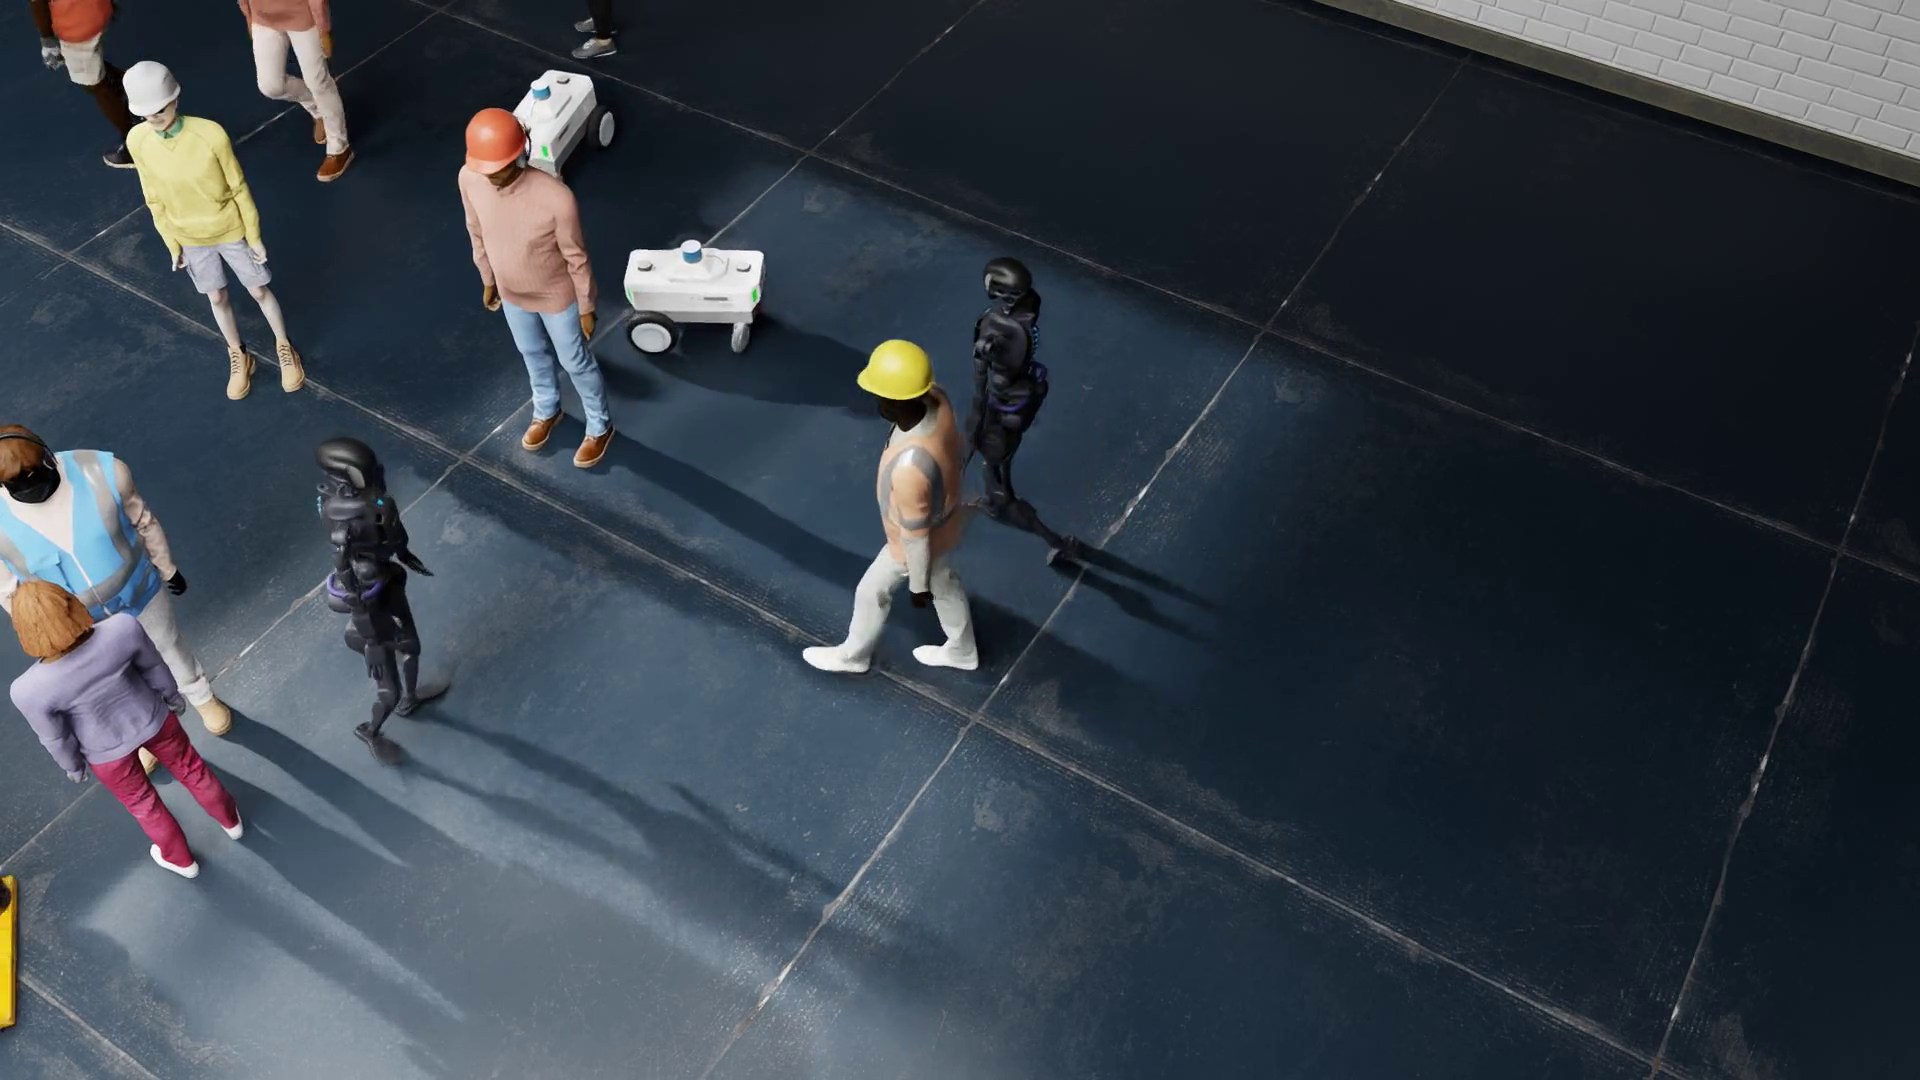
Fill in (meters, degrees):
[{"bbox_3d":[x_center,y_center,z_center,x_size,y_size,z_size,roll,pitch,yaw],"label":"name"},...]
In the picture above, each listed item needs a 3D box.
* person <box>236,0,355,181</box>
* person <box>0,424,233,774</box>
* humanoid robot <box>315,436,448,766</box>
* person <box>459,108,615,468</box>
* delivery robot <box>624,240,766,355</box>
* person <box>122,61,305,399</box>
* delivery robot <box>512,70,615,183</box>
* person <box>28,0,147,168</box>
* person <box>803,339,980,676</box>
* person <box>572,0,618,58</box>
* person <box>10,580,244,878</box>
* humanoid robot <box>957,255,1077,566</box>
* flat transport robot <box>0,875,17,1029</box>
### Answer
[{"bbox_3d":[-3.748,-2.905,9.227,0.615,1.970,0.483,11,50,10],"label":"person"},{"bbox_3d":[-3.390,0.227,6.573,0.626,1.842,0.430,-28,55,-22],"label":"person"},{"bbox_3d":[-2.382,0.228,6.686,0.414,1.646,0.604,0,49,0],"label":"humanoid robot"},{"bbox_3d":[-1.957,-1.147,7.683,0.614,1.986,0.401,18,51,15],"label":"person"},{"bbox_3d":[-1.419,-1.303,8.774,0.780,0.609,0.525,1,49,1],"label":"delivery robot"},{"bbox_3d":[-3.616,-1.489,8.042,0.471,1.892,0.384,-8,49,-7],"label":"person"},{"bbox_3d":[-2.394,-2.428,9.760,0.499,0.612,0.789,12,50,10],"label":"delivery robot"},{"bbox_3d":[-4.950,-2.926,9.262,0.431,1.950,0.606,0,49,0],"label":"person"},{"bbox_3d":[-0.305,-0.085,6.812,0.874,1.888,0.602,10,50,9],"label":"person"},{"bbox_3d":[-2.356,-3.795,10.142,0.444,1.756,0.770,-3,49,-2],"label":"person"},{"bbox_3d":[-3.153,0.726,6.273,0.282,1.631,0.500,33,56,25],"label":"person"},{"bbox_3d":[0.271,-0.575,7.395,0.676,1.640,0.600,22,52,18],"label":"humanoid robot"},{"bbox_3d":[-4.362,1.742,6.293,1.431,0.231,0.659,-15,51,-13],"label":"flat transport robot"}]
